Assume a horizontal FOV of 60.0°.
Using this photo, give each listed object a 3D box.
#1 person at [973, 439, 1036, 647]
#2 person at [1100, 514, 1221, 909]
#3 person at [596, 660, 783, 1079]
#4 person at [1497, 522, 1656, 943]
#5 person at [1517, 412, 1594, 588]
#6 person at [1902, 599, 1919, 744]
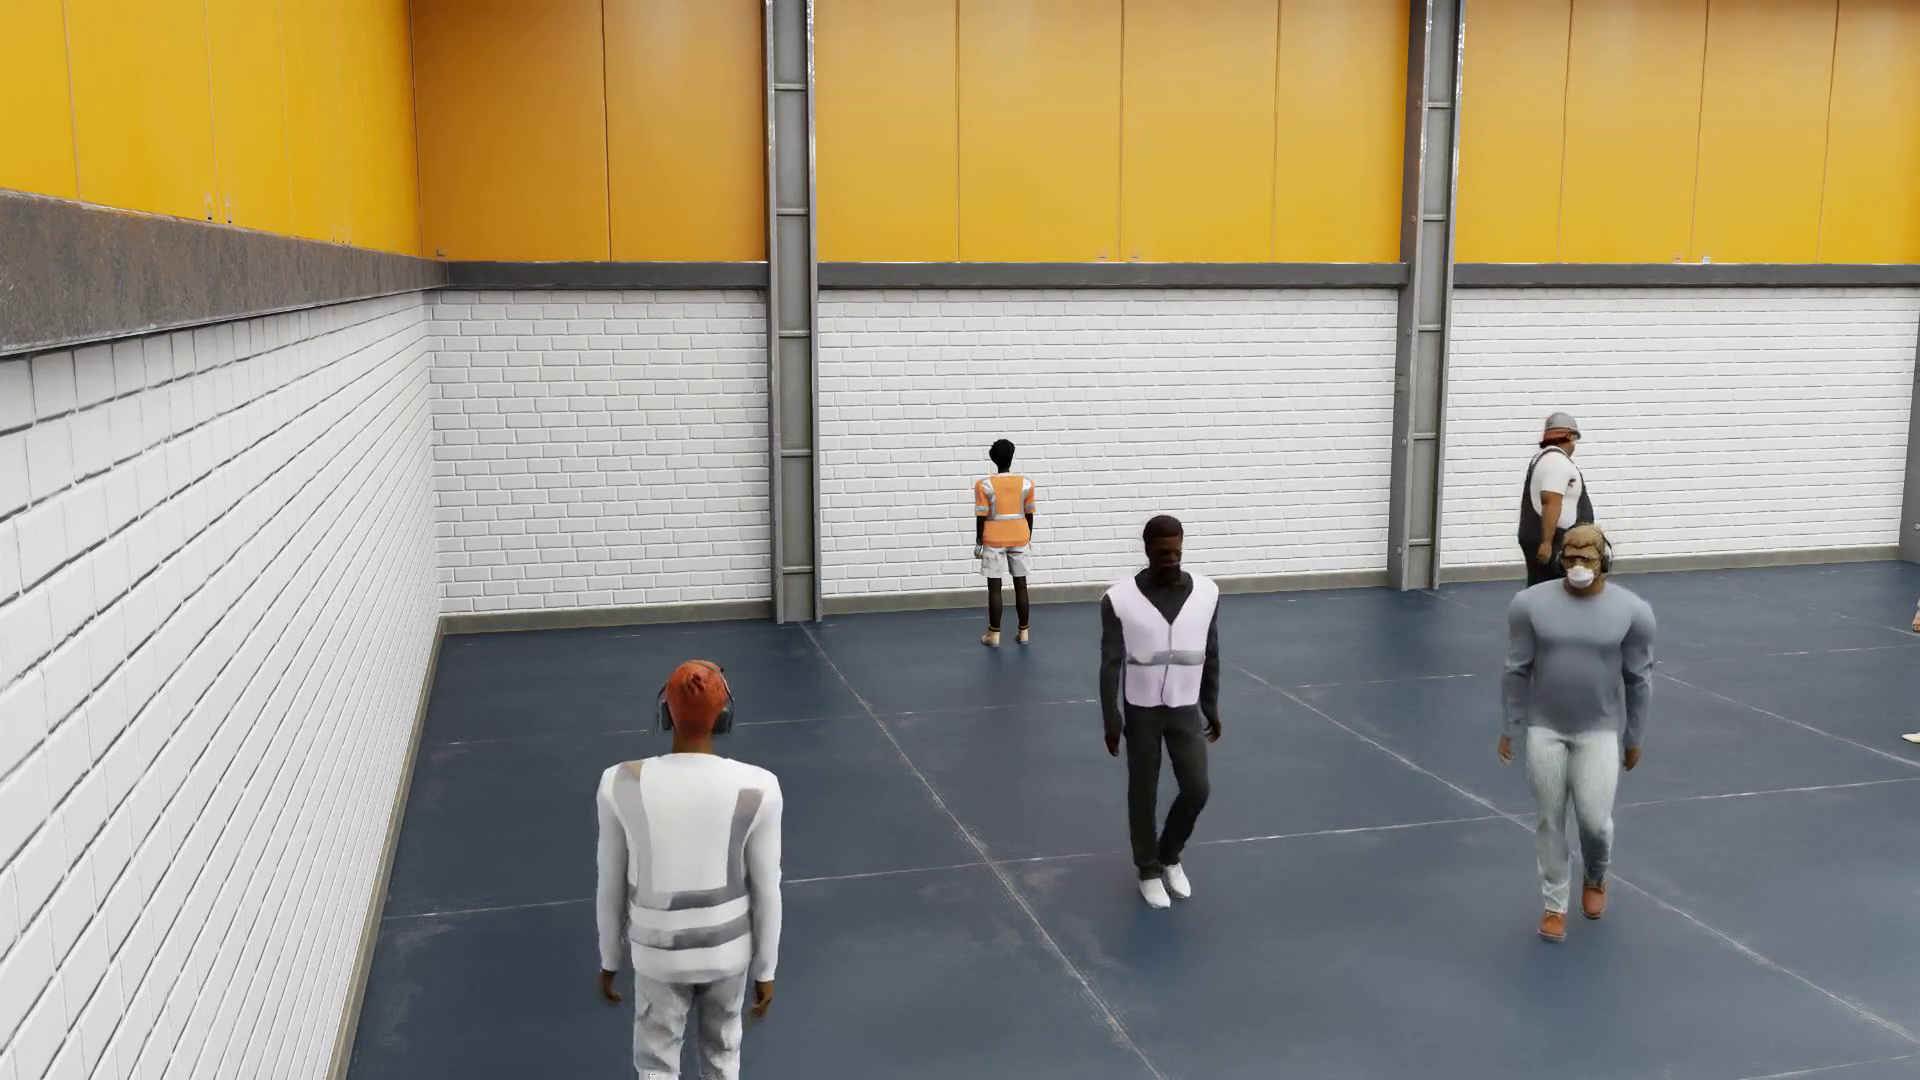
[{"bbox_3d":[0.362,0.025,13.528,0.534,1.698,0.322,-3,10,-17],"label":"person"},{"bbox_3d":[0.963,0.817,7.936,0.630,1.903,0.458,-2,9,-12],"label":"person"},{"bbox_3d":[-0.825,1.295,5.115,0.578,1.858,0.751,-2,9,-10],"label":"person"},{"bbox_3d":[2.783,0.868,7.562,0.633,1.924,0.475,5,10,29],"label":"person"},{"bbox_3d":[4.585,-0.024,12.774,0.669,2.000,0.766,0,9,2],"label":"person"},{"bbox_3d":[6.332,0.447,10.686,0.528,1.767,0.329,-4,10,-21],"label":"person"}]
